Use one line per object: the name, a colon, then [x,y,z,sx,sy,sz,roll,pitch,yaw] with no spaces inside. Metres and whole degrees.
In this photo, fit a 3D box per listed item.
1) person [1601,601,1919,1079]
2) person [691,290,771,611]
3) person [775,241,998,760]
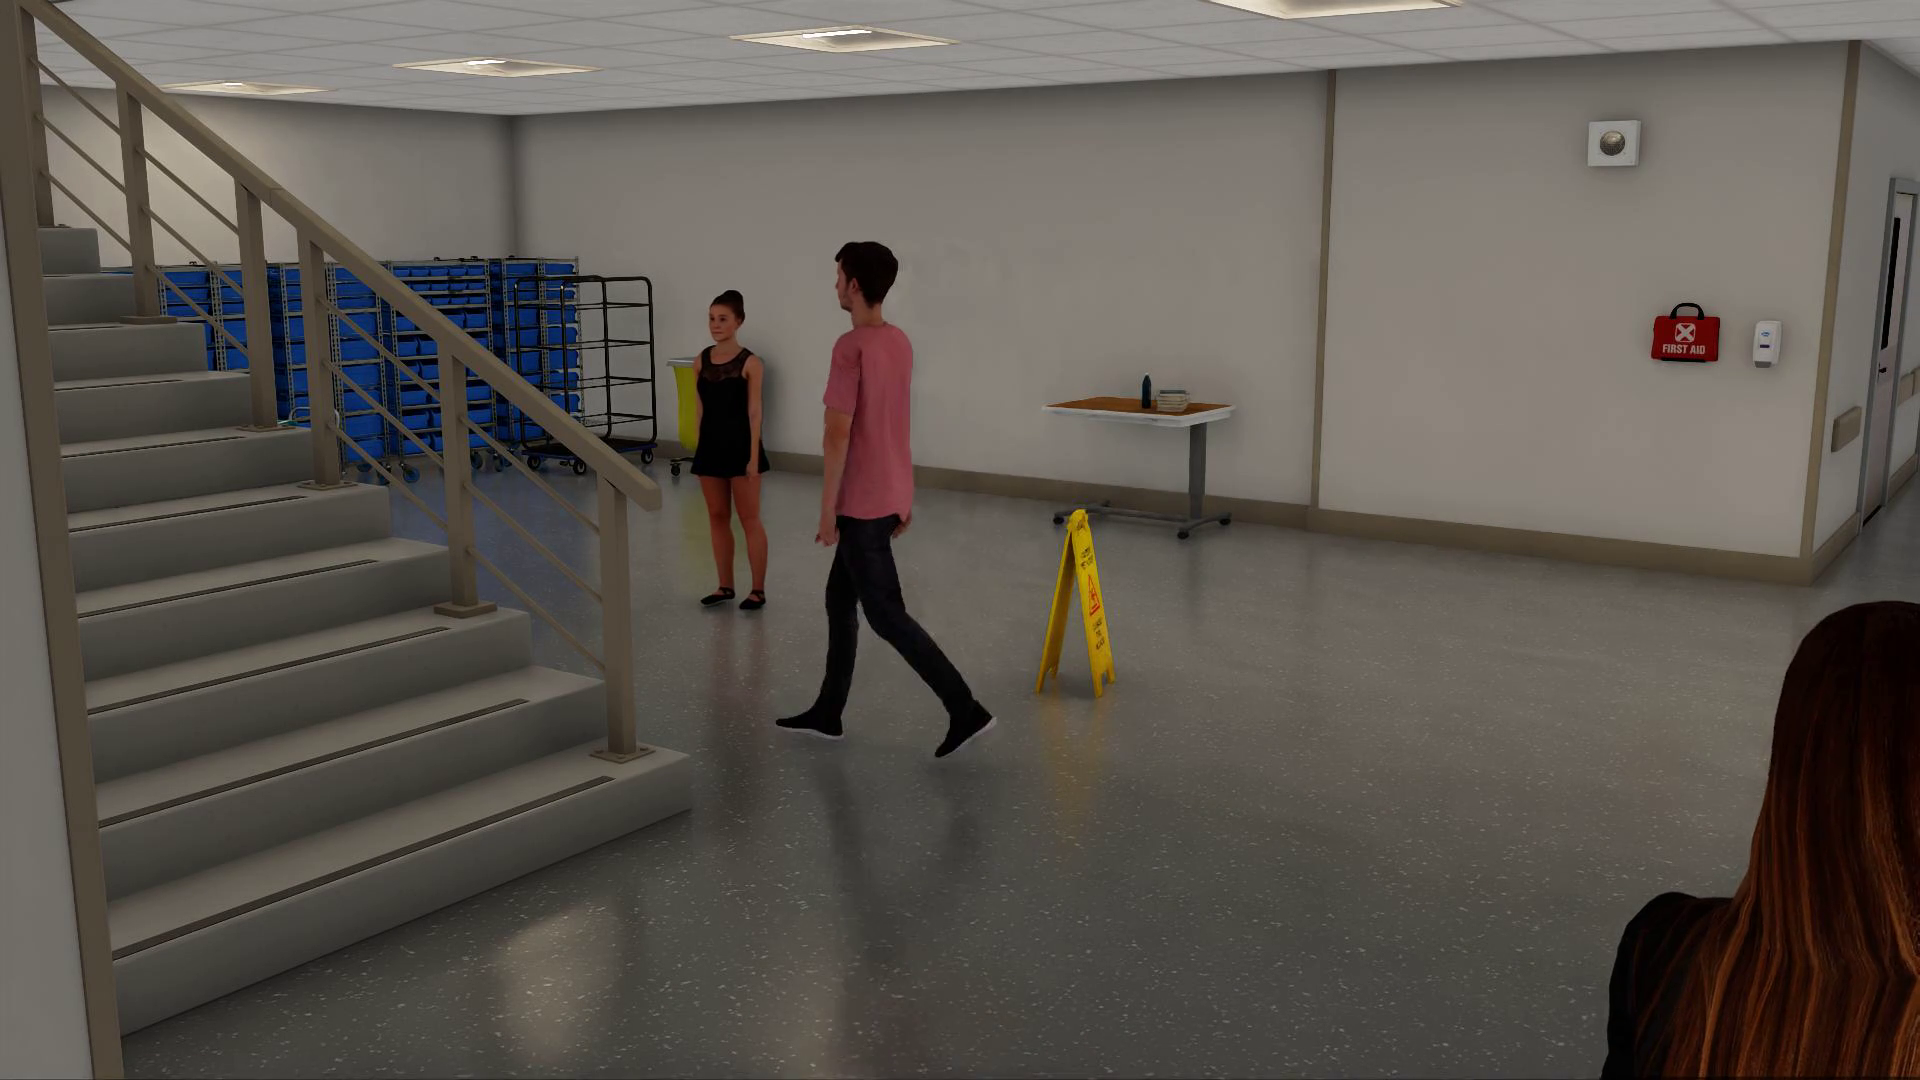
person: [0.739,0.897,1.491,0.739,1.707,0.594,-7,13,-34]
person: [-1.219,-0.475,8.811,0.539,1.675,0.666,5,12,25]
person: [-0.258,-0.105,6.197,1.255,1.923,0.801,5,12,23]
